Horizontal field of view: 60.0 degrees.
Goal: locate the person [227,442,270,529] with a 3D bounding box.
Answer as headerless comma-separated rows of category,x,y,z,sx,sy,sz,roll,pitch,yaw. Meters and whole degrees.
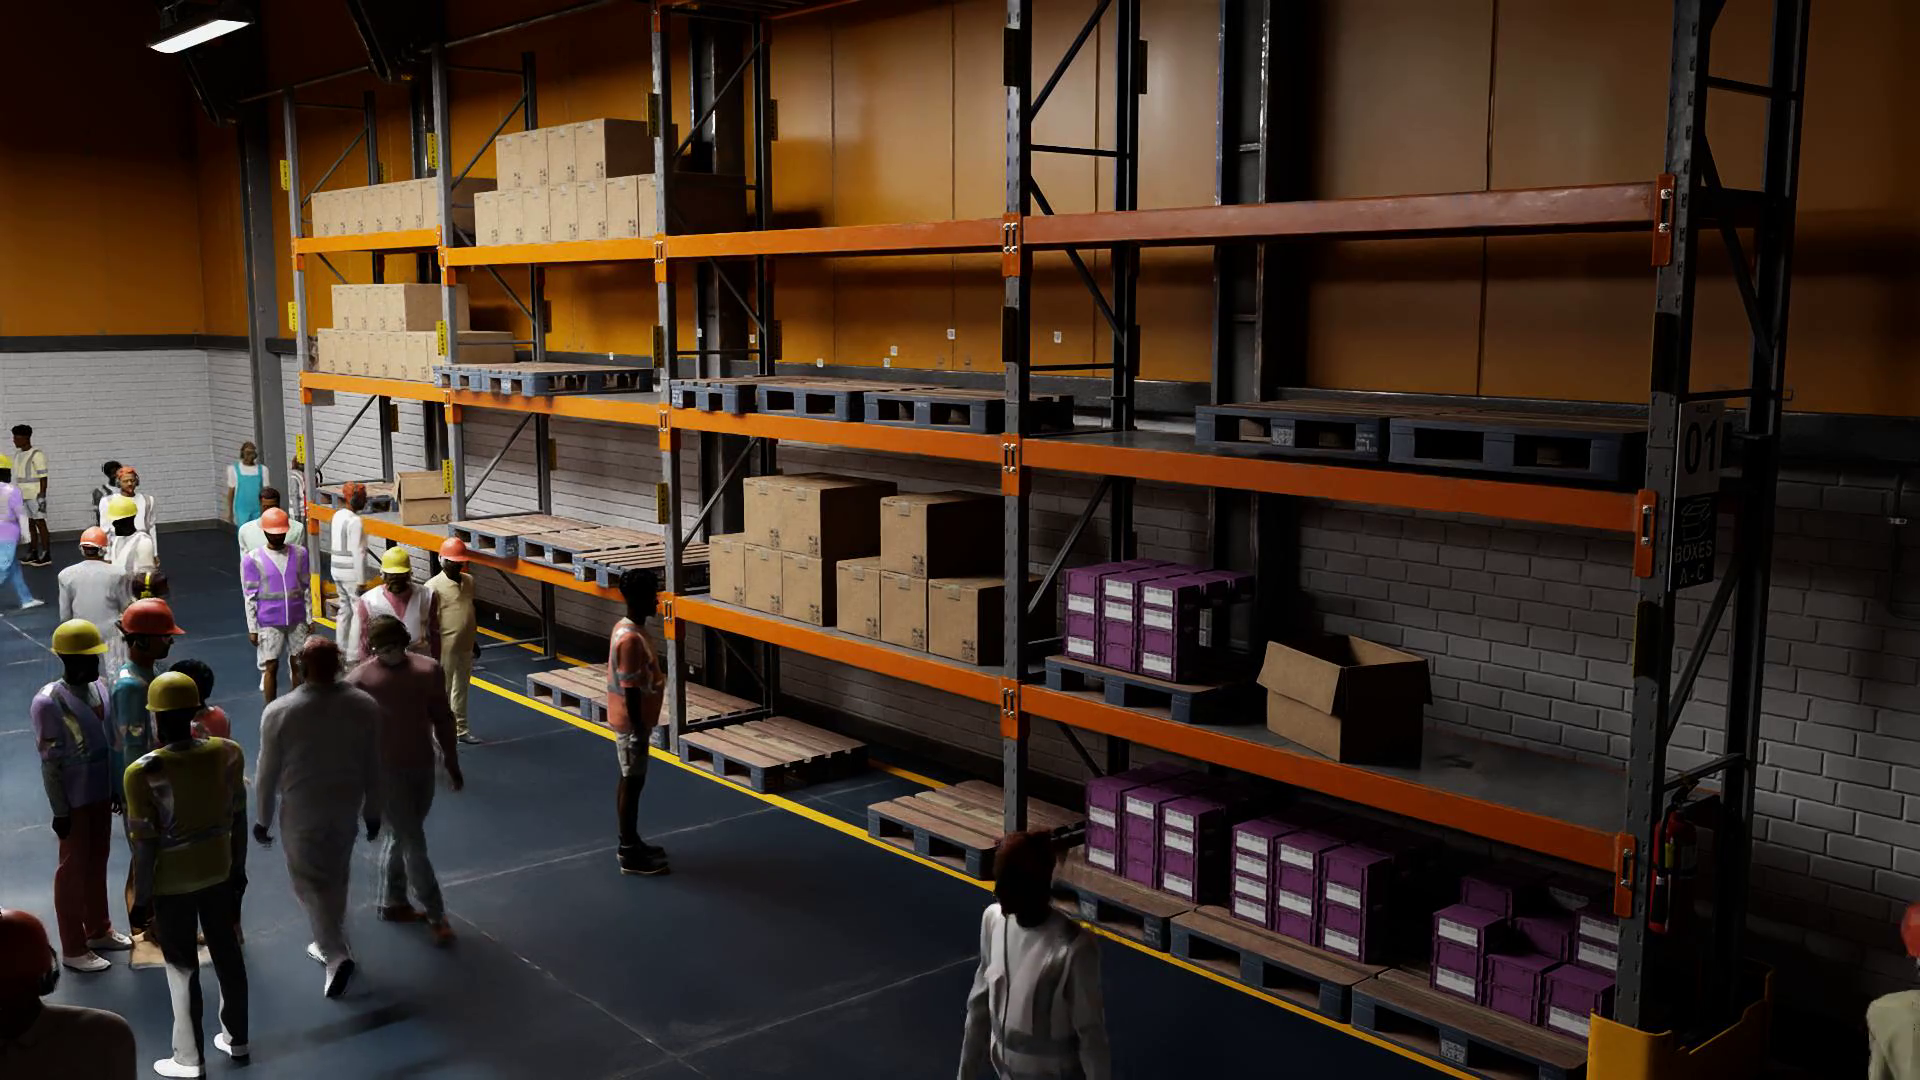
person,-9.206,-0.361,21.645,0.523,1.802,0.948,-5,10,-33

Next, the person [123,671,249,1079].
person,-3.642,1.569,7.836,0.383,1.924,0.594,5,10,31

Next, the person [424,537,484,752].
person,-4.094,0.841,13.502,0.338,1.747,0.572,4,9,24

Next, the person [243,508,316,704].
person,-5.737,0.677,14.063,0.548,1.924,0.387,-7,11,-41

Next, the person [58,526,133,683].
person,-7.285,0.756,14.081,0.573,1.749,0.342,-2,8,-12

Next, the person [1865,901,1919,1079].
person,3.184,2.039,5.358,0.366,1.705,0.657,-5,9,-29

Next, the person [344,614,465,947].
person,-3.120,1.353,9.475,0.836,1.888,0.625,5,10,32

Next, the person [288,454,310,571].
person,-8.733,-0.333,22.059,0.314,1.636,0.515,0,8,-2

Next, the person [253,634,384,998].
person,-3.373,1.448,8.862,0.664,1.879,0.868,-8,11,-44

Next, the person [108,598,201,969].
person,-4.439,1.327,9.159,0.402,2.035,0.606,-2,9,-17

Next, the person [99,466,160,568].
person,-8.895,0.152,17.836,0.354,1.883,0.572,8,11,43

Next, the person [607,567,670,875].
person,-2.076,1.143,10.656,0.370,1.965,0.608,-2,8,-12

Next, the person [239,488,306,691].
person,-6.441,0.453,15.653,0.590,1.912,0.391,-3,9,-19

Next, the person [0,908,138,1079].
person,-2.624,1.990,4.717,0.620,1.986,0.408,-4,9,-24

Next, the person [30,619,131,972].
person,-4.799,1.381,9.137,0.370,1.927,0.588,0,8,3

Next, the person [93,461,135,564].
person,-10.412,-0.146,20.579,0.388,1.678,0.565,6,10,34

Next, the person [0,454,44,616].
person,-11.110,-0.059,19.332,0.600,1.885,0.975,2,9,17

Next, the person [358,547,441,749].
person,-4.204,0.949,12.521,0.586,1.824,0.404,-4,9,-24

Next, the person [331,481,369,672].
person,-6.027,0.357,16.449,0.354,1.878,0.640,-7,11,-40

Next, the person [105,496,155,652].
person,-7.439,0.552,14.953,0.600,1.913,0.402,7,10,39

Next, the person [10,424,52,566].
person,-12.814,-0.622,22.932,0.609,1.963,0.367,5,9,30

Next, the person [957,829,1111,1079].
person,0.154,1.914,5.705,0.910,1.846,0.597,-5,10,-33

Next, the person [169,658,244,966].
person,-4.173,1.488,9.188,0.317,1.696,0.540,-1,8,-7
